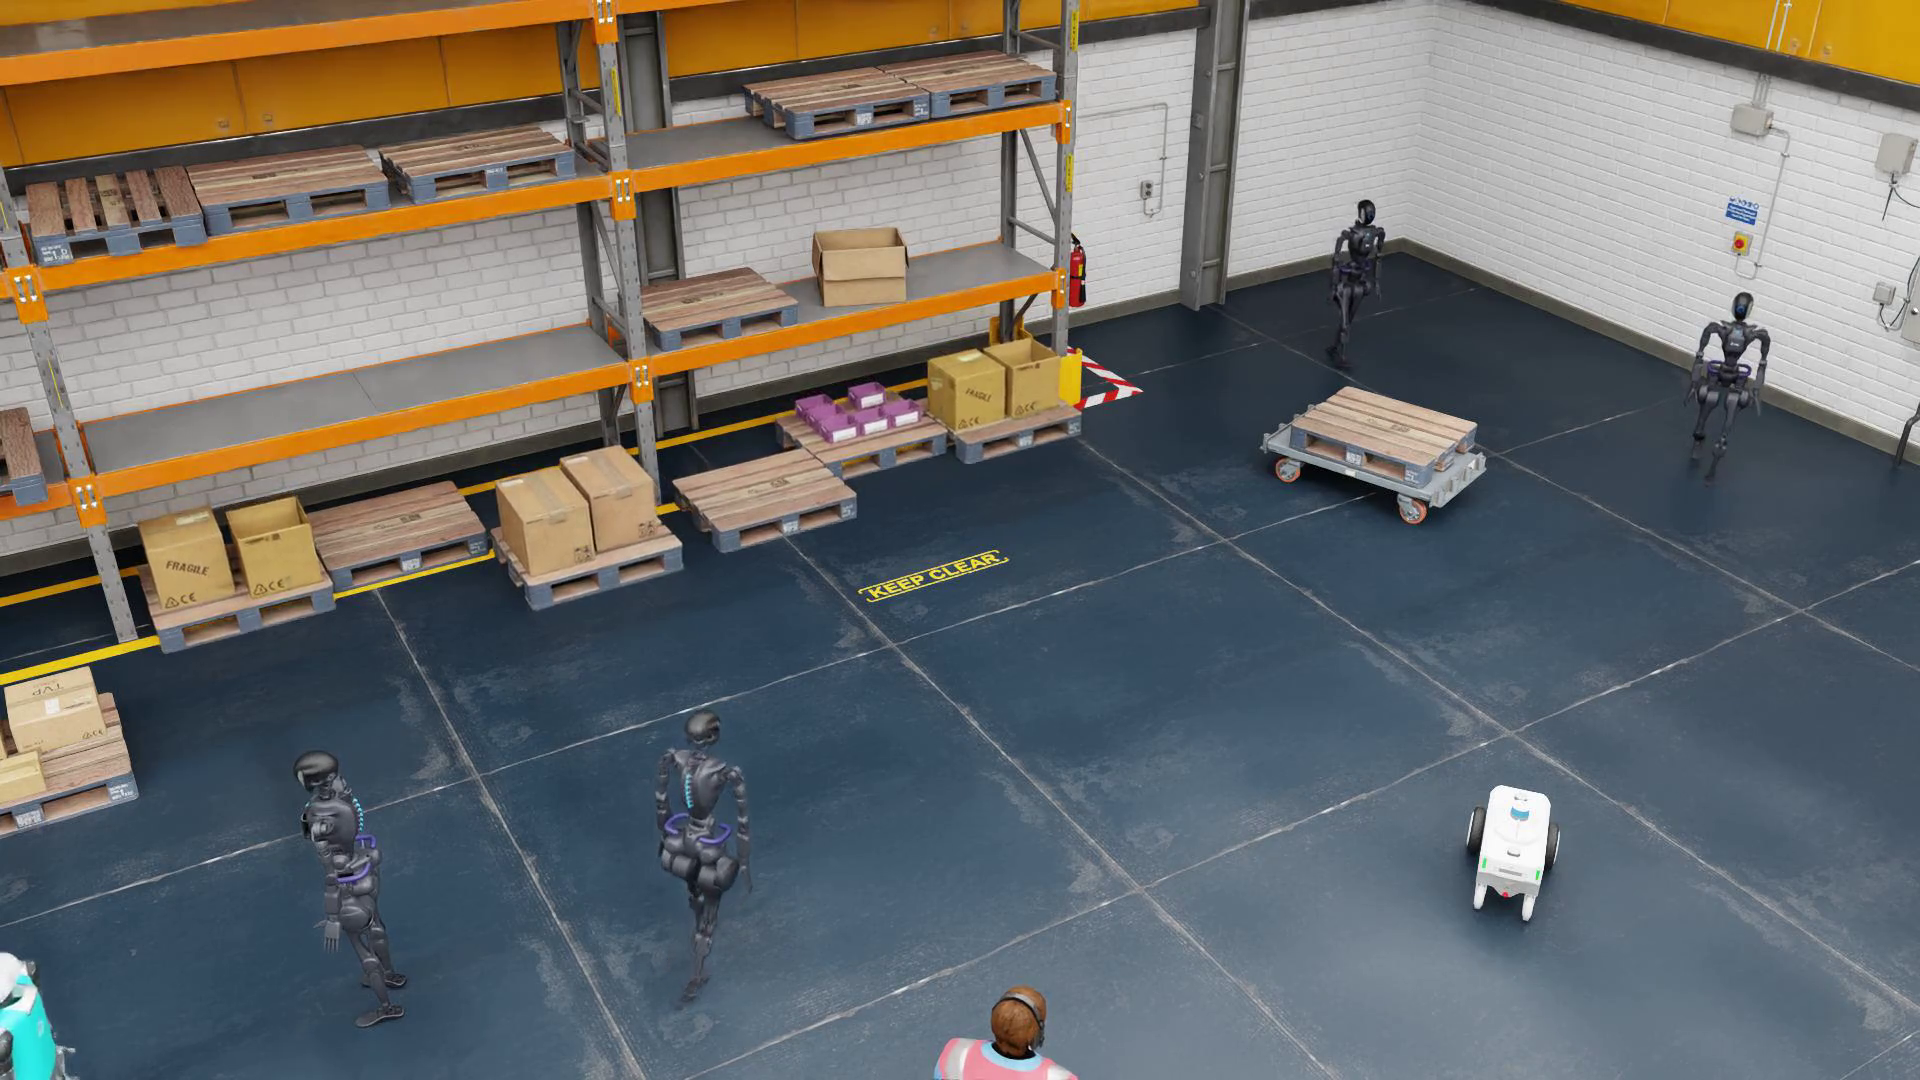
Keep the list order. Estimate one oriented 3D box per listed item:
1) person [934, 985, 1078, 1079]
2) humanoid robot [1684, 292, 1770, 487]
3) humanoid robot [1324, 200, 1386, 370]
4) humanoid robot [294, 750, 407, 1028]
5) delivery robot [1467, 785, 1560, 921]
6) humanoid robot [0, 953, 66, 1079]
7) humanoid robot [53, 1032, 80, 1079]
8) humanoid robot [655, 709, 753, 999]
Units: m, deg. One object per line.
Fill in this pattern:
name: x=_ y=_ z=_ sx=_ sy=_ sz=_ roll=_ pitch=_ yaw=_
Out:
person: x=0.210 y=2.564 z=6.853 sx=0.628 sy=1.836 sz=0.431 roll=11 pitch=31 yaw=18
humanoid robot: x=6.402 y=-1.299 z=13.864 sx=0.600 sy=1.641 sz=0.608 roll=13 pitch=32 yaw=22
humanoid robot: x=3.782 y=-2.445 z=15.892 sx=0.590 sy=1.640 sz=0.667 roll=-11 pitch=31 yaw=-19
humanoid robot: x=-3.099 y=1.752 z=8.430 sx=0.315 sy=1.655 sz=0.599 roll=-4 pitch=30 yaw=-7
delivery robot: x=3.189 y=1.759 z=9.590 sx=0.499 sy=0.614 sz=0.808 roll=10 pitch=31 yaw=18
humanoid robot: x=-4.102 y=2.507 z=7.065 sx=0.754 sy=1.801 sz=0.546 roll=-6 pitch=30 yaw=-10
humanoid robot: x=-4.368 y=2.212 z=7.561 sx=0.695 sy=1.785 sz=0.541 roll=-22 pitch=36 yaw=-34
humanoid robot: x=-1.344 y=1.604 z=8.725 sx=0.584 sy=1.627 sz=0.650 roll=11 pitch=31 yaw=19
